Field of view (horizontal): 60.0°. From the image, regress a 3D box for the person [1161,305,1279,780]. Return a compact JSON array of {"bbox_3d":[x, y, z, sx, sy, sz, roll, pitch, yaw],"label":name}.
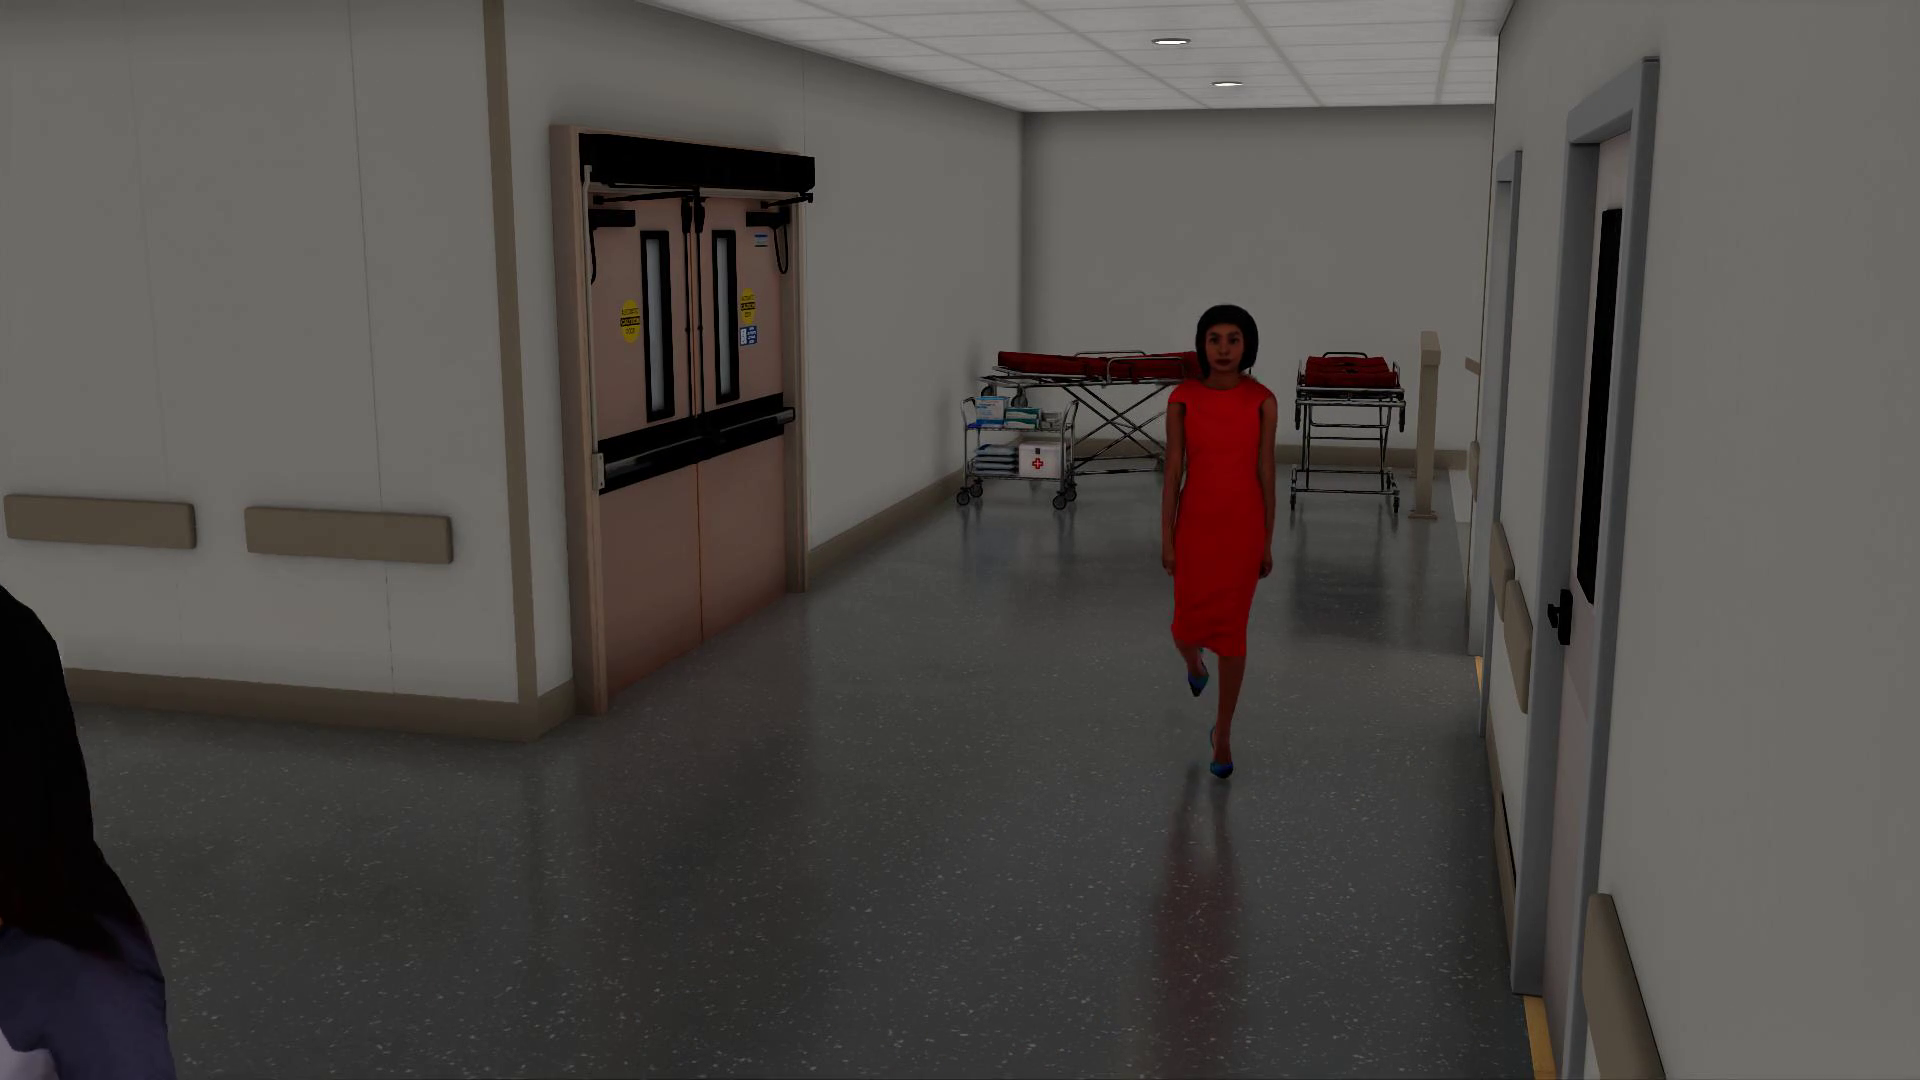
[{"bbox_3d":[0.970,-0.008,6.281,0.665,1.727,0.945,1,11,5],"label":"person"}]
